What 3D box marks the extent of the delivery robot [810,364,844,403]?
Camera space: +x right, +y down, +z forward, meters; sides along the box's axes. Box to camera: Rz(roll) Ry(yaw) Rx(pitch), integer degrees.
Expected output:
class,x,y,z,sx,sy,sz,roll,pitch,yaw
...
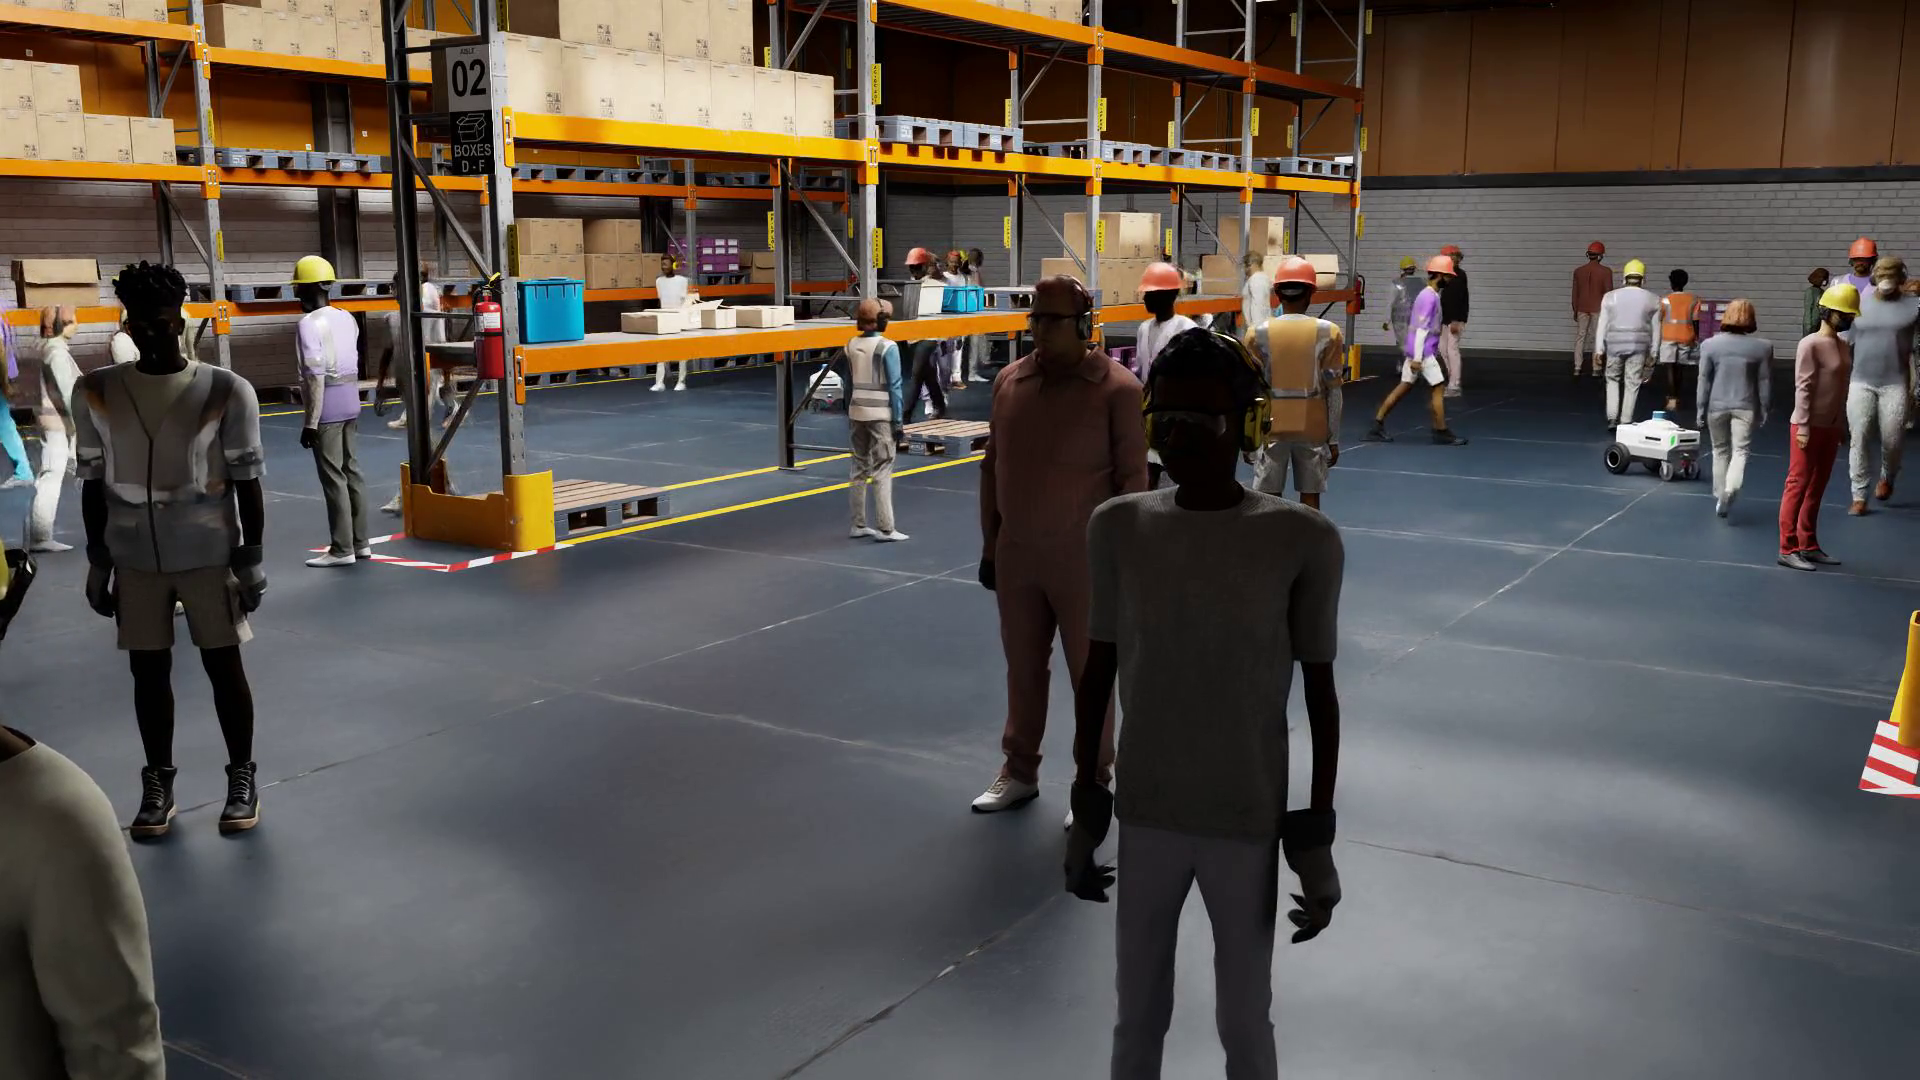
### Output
class,x,y,z,sx,sy,sz,roll,pitch,yaw
delivery robot,-1.575,-1.831,19.634,0.477,0.478,0.707,-2,10,-11

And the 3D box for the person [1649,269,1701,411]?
class,x,y,z,sx,sy,sz,roll,pitch,yaw
person,8.532,-2.396,19.915,0.545,1.657,0.848,1,10,7

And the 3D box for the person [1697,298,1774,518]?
class,x,y,z,sx,sy,sz,roll,pitch,yaw
person,5.613,-0.949,12.099,0.498,1.608,0.702,6,12,30

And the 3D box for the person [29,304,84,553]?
class,x,y,z,sx,sy,sz,roll,pitch,yaw
person,-5.754,-0.729,10.881,0.808,1.602,0.542,-6,12,-28

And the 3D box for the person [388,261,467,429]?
class,x,y,z,sx,sy,sz,roll,pitch,yaw
person,-5.749,-2.091,17.848,0.826,1.817,0.642,-2,10,-9

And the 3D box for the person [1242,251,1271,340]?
class,x,y,z,sx,sy,sz,roll,pitch,yaw
person,3.302,-2.263,18.590,0.372,1.901,0.726,2,10,12

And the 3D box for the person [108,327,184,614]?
class,x,y,z,sx,sy,sz,roll,pitch,yaw
person,-4.378,-0.518,9.047,0.331,1.842,0.520,0,10,0

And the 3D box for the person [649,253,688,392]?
class,x,y,z,sx,sy,sz,roll,pitch,yaw
person,-3.868,-2.883,22.171,0.516,1.842,0.804,3,11,16

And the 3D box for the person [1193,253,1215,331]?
class,x,y,z,sx,sy,sz,roll,pitch,yaw
person,4.099,-3.925,28.035,0.865,1.811,0.640,3,11,16

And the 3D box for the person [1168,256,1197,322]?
class,x,y,z,sx,sy,sz,roll,pitch,yaw
person,2.974,-3.040,23.051,0.620,1.836,0.429,0,10,1

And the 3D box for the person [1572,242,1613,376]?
class,x,y,z,sx,sy,sz,roll,pitch,yaw
person,9.441,-3.443,24.833,0.612,1.995,0.377,9,14,42

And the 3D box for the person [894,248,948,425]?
class,x,y,z,sx,sy,sz,roll,pitch,yaw
person,-0.445,-2.261,18.450,0.644,1.942,1.045,8,13,39

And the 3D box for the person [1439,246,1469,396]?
class,x,y,z,sx,sy,sz,roll,pitch,yaw
person,6.436,-2.831,21.627,0.406,1.954,0.667,0,10,2

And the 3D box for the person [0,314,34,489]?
class,x,y,z,sx,sy,sz,roll,pitch,yaw
person,-7.919,-1.270,13.313,0.856,1.809,0.565,-9,14,-41

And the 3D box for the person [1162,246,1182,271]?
class,x,y,z,sx,sy,sz,roll,pitch,yaw
person,3.638,-4.201,29.194,0.550,1.935,0.376,4,11,23

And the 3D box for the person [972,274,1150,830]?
class,x,y,z,sx,sy,sz,roll,pitch,yaw
person,0.327,0.044,5.758,0.639,1.909,0.407,7,12,33

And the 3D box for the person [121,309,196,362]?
class,x,y,z,sx,sy,sz,roll,pitch,yaw
person,-6.678,-1.348,13.868,0.736,1.774,0.609,7,13,36

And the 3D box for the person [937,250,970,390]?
class,x,y,z,sx,sy,sz,roll,pitch,yaw
person,-0.101,-2.977,22.560,0.578,1.882,0.346,-7,12,-34

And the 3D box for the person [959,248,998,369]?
class,x,y,z,sx,sy,sz,roll,pitch,yaw
person,0.151,-3.584,25.887,0.920,1.908,0.630,-8,13,-38

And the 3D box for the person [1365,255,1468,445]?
class,x,y,z,sx,sy,sz,roll,pitch,yaw
person,4.525,-1.872,16.472,0.982,1.887,0.540,2,10,10

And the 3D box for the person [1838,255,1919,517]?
class,x,y,z,sx,sy,sz,roll,pitch,yaw
person,6.819,-1.146,12.319,0.633,1.920,0.680,7,12,34

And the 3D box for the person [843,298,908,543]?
class,x,y,z,sx,sy,sz,roll,pitch,yaw
person,-0.577,-0.802,11.191,0.522,1.636,0.310,10,14,42

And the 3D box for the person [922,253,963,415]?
class,x,y,z,sx,sy,sz,roll,pitch,yaw
person,-0.295,-2.426,19.552,0.668,1.871,0.785,-1,10,-5

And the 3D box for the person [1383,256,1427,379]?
class,x,y,z,sx,sy,sz,roll,pitch,yaw
person,6.474,-3.191,24.011,0.597,1.798,0.871,-4,11,-21

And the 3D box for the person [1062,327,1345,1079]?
class,x,y,z,sx,sy,sz,roll,pitch,yaw
person,0.446,0.540,3.115,0.539,1.869,0.313,4,11,22

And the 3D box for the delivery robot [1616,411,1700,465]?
class,x,y,z,sx,sy,sz,roll,pitch,yaw
delivery robot,5.968,-0.857,14.230,0.477,0.478,0.707,-4,11,-20

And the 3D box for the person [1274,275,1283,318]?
class,x,y,z,sx,sy,sz,roll,pitch,yaw
person,3.501,-2.022,17.822,0.323,1.691,0.536,3,11,18

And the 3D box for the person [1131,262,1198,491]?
class,x,y,z,sx,sy,sz,roll,pitch,yaw
person,1.247,-0.800,10.512,1.009,1.880,0.563,-5,12,-27

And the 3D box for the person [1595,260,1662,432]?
class,x,y,z,sx,sy,sz,roll,pitch,yaw
person,6.920,-1.980,17.212,0.625,1.816,0.512,5,11,24

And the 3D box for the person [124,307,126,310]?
class,x,y,z,sx,sy,sz,roll,pitch,yaw
person,-8.089,-1.767,16.298,0.815,1.731,0.526,-10,14,-44

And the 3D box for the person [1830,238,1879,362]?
class,x,y,z,sx,sy,sz,roll,pitch,yaw
person,8.946,-1.982,16.613,0.616,2.039,0.386,9,14,42

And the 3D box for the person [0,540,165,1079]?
class,x,y,z,sx,sy,sz,roll,pitch,yaw
person,-1.165,0.797,1.978,0.533,1.767,0.324,6,12,28

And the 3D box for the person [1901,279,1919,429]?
class,x,y,z,sx,sy,sz,roll,pitch,yaw
person,9.856,-1.906,17.348,0.520,1.624,0.529,4,11,23

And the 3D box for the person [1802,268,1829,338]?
class,x,y,z,sx,sy,sz,roll,pitch,yaw
person,12.044,-3.014,23.459,0.499,1.633,0.281,-9,14,-42

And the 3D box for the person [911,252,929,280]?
class,x,y,z,sx,sy,sz,roll,pitch,yaw
person,-0.441,-3.264,24.227,0.586,1.862,0.780,6,12,28

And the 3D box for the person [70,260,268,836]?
class,x,y,z,sx,sy,sz,roll,pitch,yaw
person,-2.661,0.041,5.652,0.599,1.958,0.377,-1,10,-6

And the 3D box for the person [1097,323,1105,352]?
class,x,y,z,sx,sy,sz,roll,pitch,yaw
person,2.181,-3.800,26.975,0.373,1.933,0.550,-1,10,-8

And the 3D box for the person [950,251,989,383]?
class,x,y,z,sx,sy,sz,roll,pitch,yaw
person,0.121,-3.160,23.627,0.682,1.874,0.369,-6,12,-32

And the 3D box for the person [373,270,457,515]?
class,x,y,z,sx,sy,sz,roll,pitch,yaw
person,-4.106,-1.121,12.476,0.547,1.817,0.998,3,11,16

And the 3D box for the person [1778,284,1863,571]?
class,x,y,z,sx,sy,sz,roll,pitch,yaw
person,5.324,-0.694,10.262,0.522,1.760,0.330,-7,13,-35

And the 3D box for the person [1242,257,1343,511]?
class,x,y,z,sx,sy,sz,roll,pitch,yaw
person,1.835,-0.591,9.219,0.542,1.928,0.374,2,10,12

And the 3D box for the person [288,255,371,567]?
class,x,y,z,sx,sy,sz,roll,pitch,yaw
person,-3.936,-0.792,10.334,0.384,1.925,0.593,1,10,6
